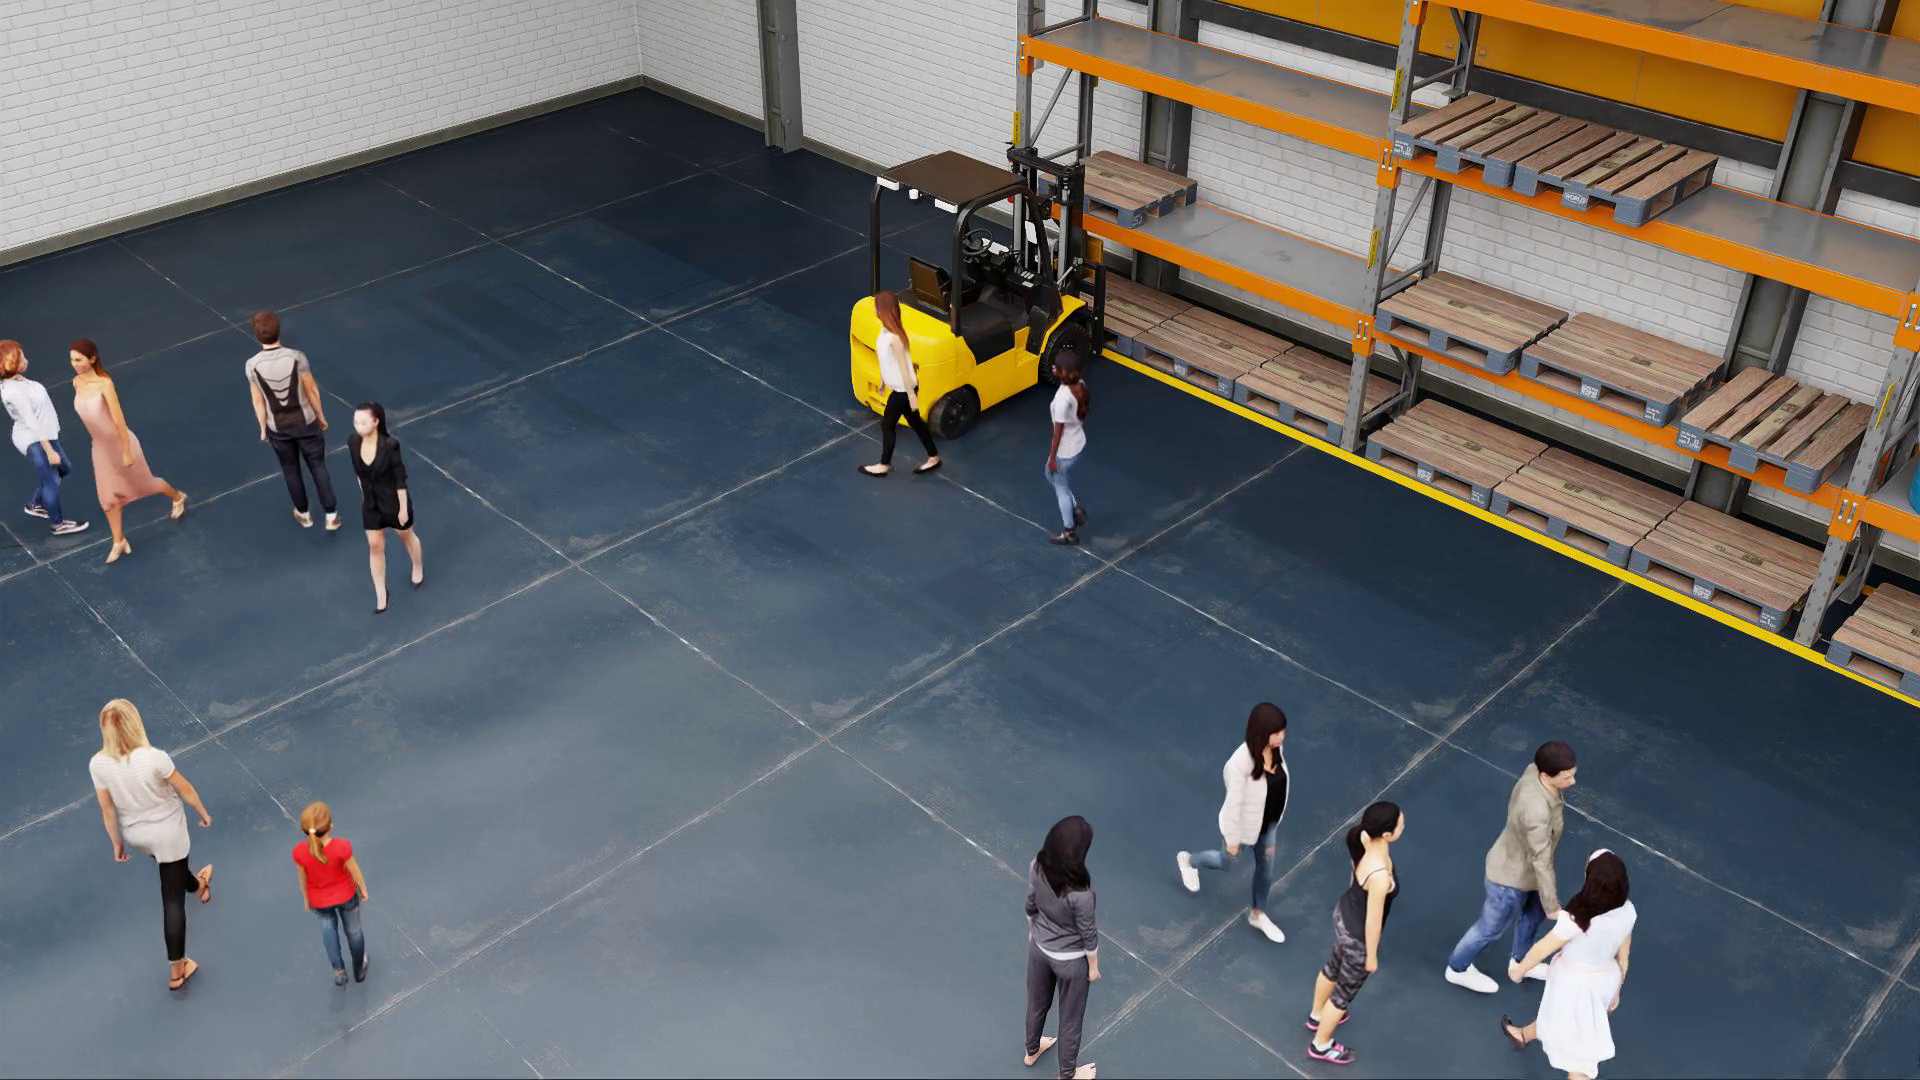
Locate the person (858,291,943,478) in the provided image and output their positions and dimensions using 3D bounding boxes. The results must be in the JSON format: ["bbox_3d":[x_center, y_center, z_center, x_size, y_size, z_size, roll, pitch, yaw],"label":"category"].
[{"bbox_3d":[-0.394,-1.262,13.854,1.001,1.686,0.983,-7,34,-10],"label":"person"}]

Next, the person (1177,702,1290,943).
[{"bbox_3d":[1.618,1.581,9.640,0.661,1.616,1.016,-25,41,-32],"label":"person"}]

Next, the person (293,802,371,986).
[{"bbox_3d":[-3.496,2.027,9.256,0.621,1.297,0.683,-6,34,-9],"label":"person"}]

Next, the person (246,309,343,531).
[{"bbox_3d":[-5.273,-0.927,13.144,0.798,1.914,0.855,-13,36,-19],"label":"person"}]

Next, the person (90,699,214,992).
[{"bbox_3d":[-4.497,1.721,9.286,1.102,1.773,1.255,-4,34,-7],"label":"person"}]

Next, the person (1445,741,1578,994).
[{"bbox_3d":[2.957,1.796,9.119,1.010,1.835,0.906,12,36,18],"label":"person"}]

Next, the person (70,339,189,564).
[{"bbox_3d":[-6.509,-0.754,12.990,1.129,1.796,0.972,11,35,16],"label":"person"}]

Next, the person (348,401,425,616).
[{"bbox_3d":[-4.243,-0.316,12.441,0.919,1.674,0.934,6,34,9],"label":"person"}]

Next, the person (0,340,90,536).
[{"bbox_3d":[-7.387,-0.765,13.111,0.814,1.680,0.741,-15,36,-21],"label":"person"}]

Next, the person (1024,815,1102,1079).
[{"bbox_3d":[0.519,2.143,8.663,0.444,1.760,0.659,28,42,35],"label":"person"}]

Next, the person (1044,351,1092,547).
[{"bbox_3d":[0.915,-0.691,12.971,0.768,1.712,0.727,13,36,18],"label":"person"}]

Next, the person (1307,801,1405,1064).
[{"bbox_3d":[2.087,2.067,8.818,0.722,1.717,0.664,1,34,1],"label":"person"}]

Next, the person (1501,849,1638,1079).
[{"bbox_3d":[3.150,2.375,8.313,1.013,1.762,1.227,-11,35,-16],"label":"person"}]
